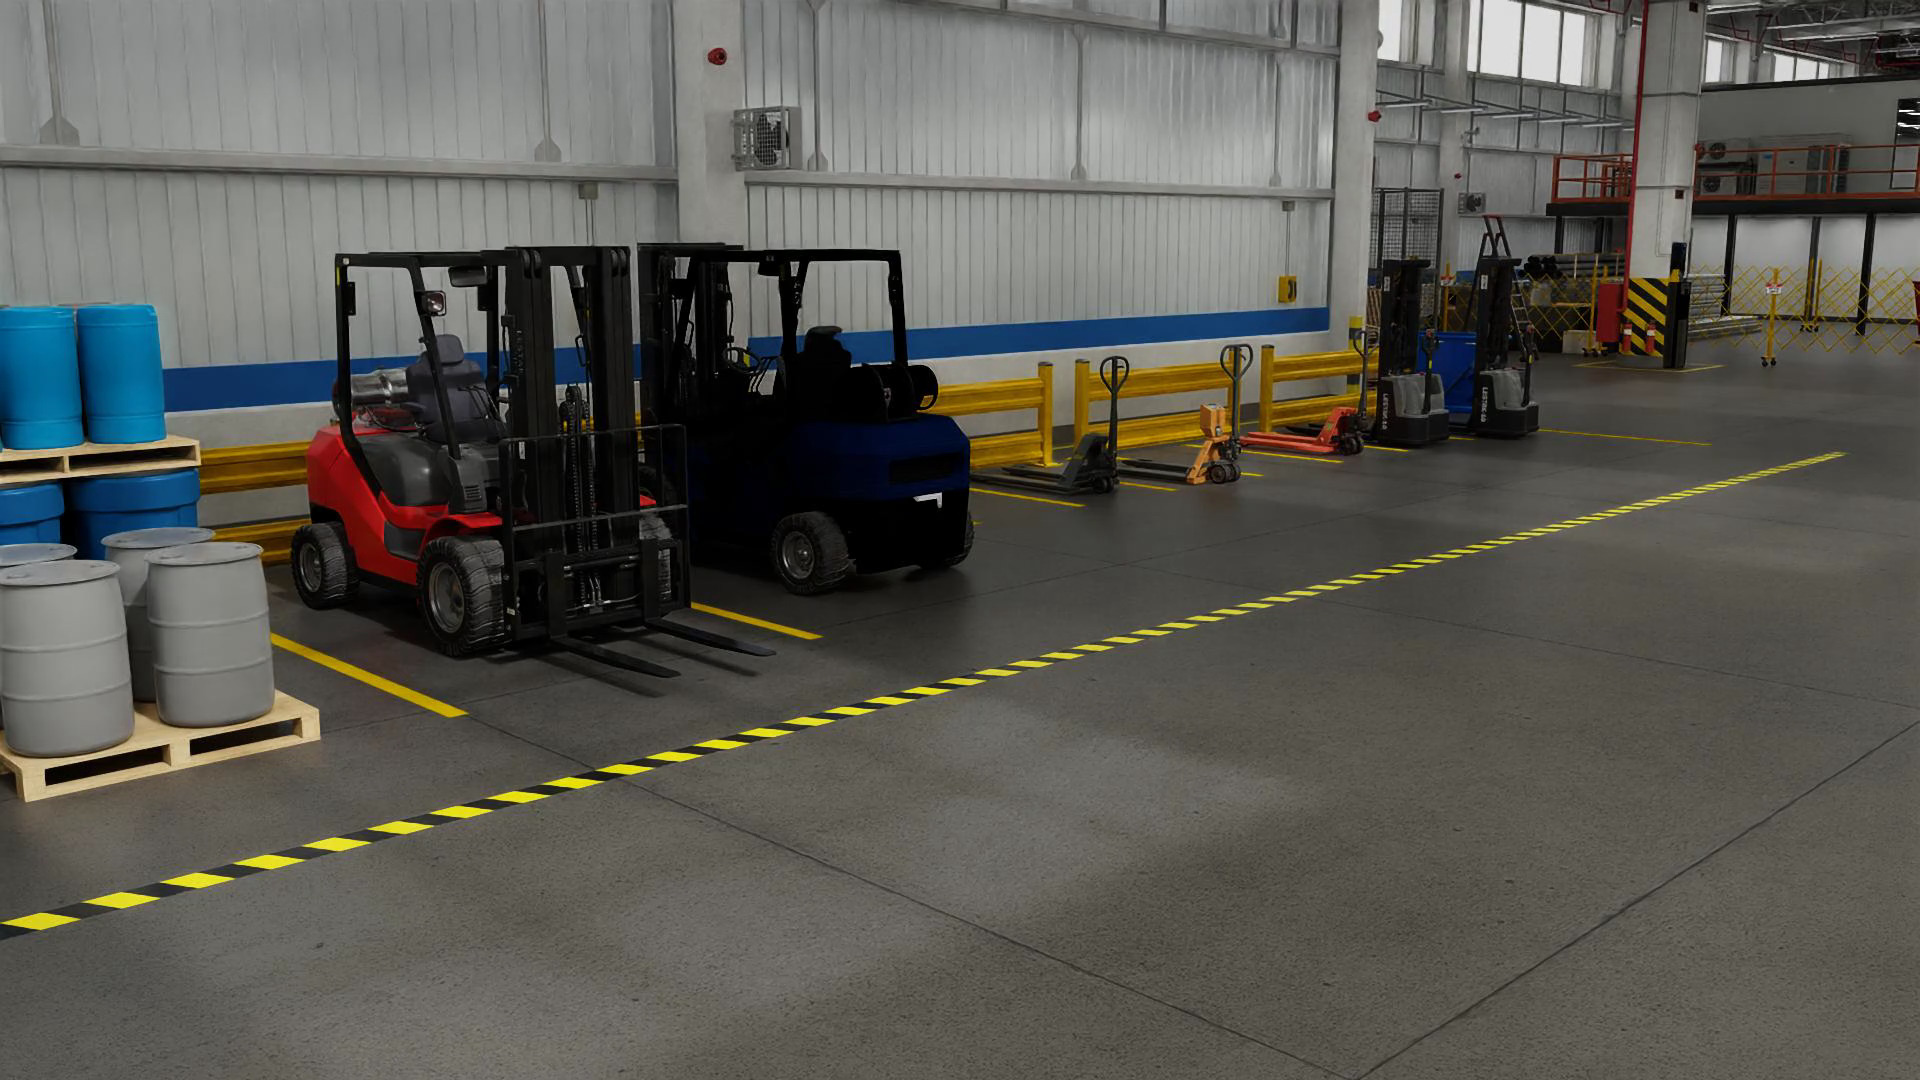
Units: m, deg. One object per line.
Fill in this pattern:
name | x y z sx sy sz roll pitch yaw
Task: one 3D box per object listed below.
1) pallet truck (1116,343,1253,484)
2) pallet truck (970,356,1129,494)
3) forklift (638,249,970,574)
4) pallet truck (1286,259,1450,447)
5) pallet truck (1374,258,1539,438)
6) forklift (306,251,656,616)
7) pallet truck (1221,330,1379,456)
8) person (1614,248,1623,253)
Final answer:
pallet truck | 1.962 -1.215 15.415 1.522 1.261 0.704 10 14 43
pallet truck | 0.784 -1.085 14.876 0.680 1.201 1.601 -10 14 -44
forklift | -1.173 -0.958 11.239 2.680 1.987 1.157 10 14 43
pallet truck | 4.493 -2.078 18.196 0.823 1.965 1.885 -9 14 -40
pallet truck | 5.704 -2.208 18.901 1.885 1.965 0.823 10 14 43
forklift | -2.833 -0.669 9.694 1.157 1.987 2.680 -10 14 -44
pallet truck | 3.563 -1.581 17.381 0.653 1.274 1.630 -10 14 -44
person | 18.067 -7.078 45.772 0.576 1.882 0.355 -10 14 -43
